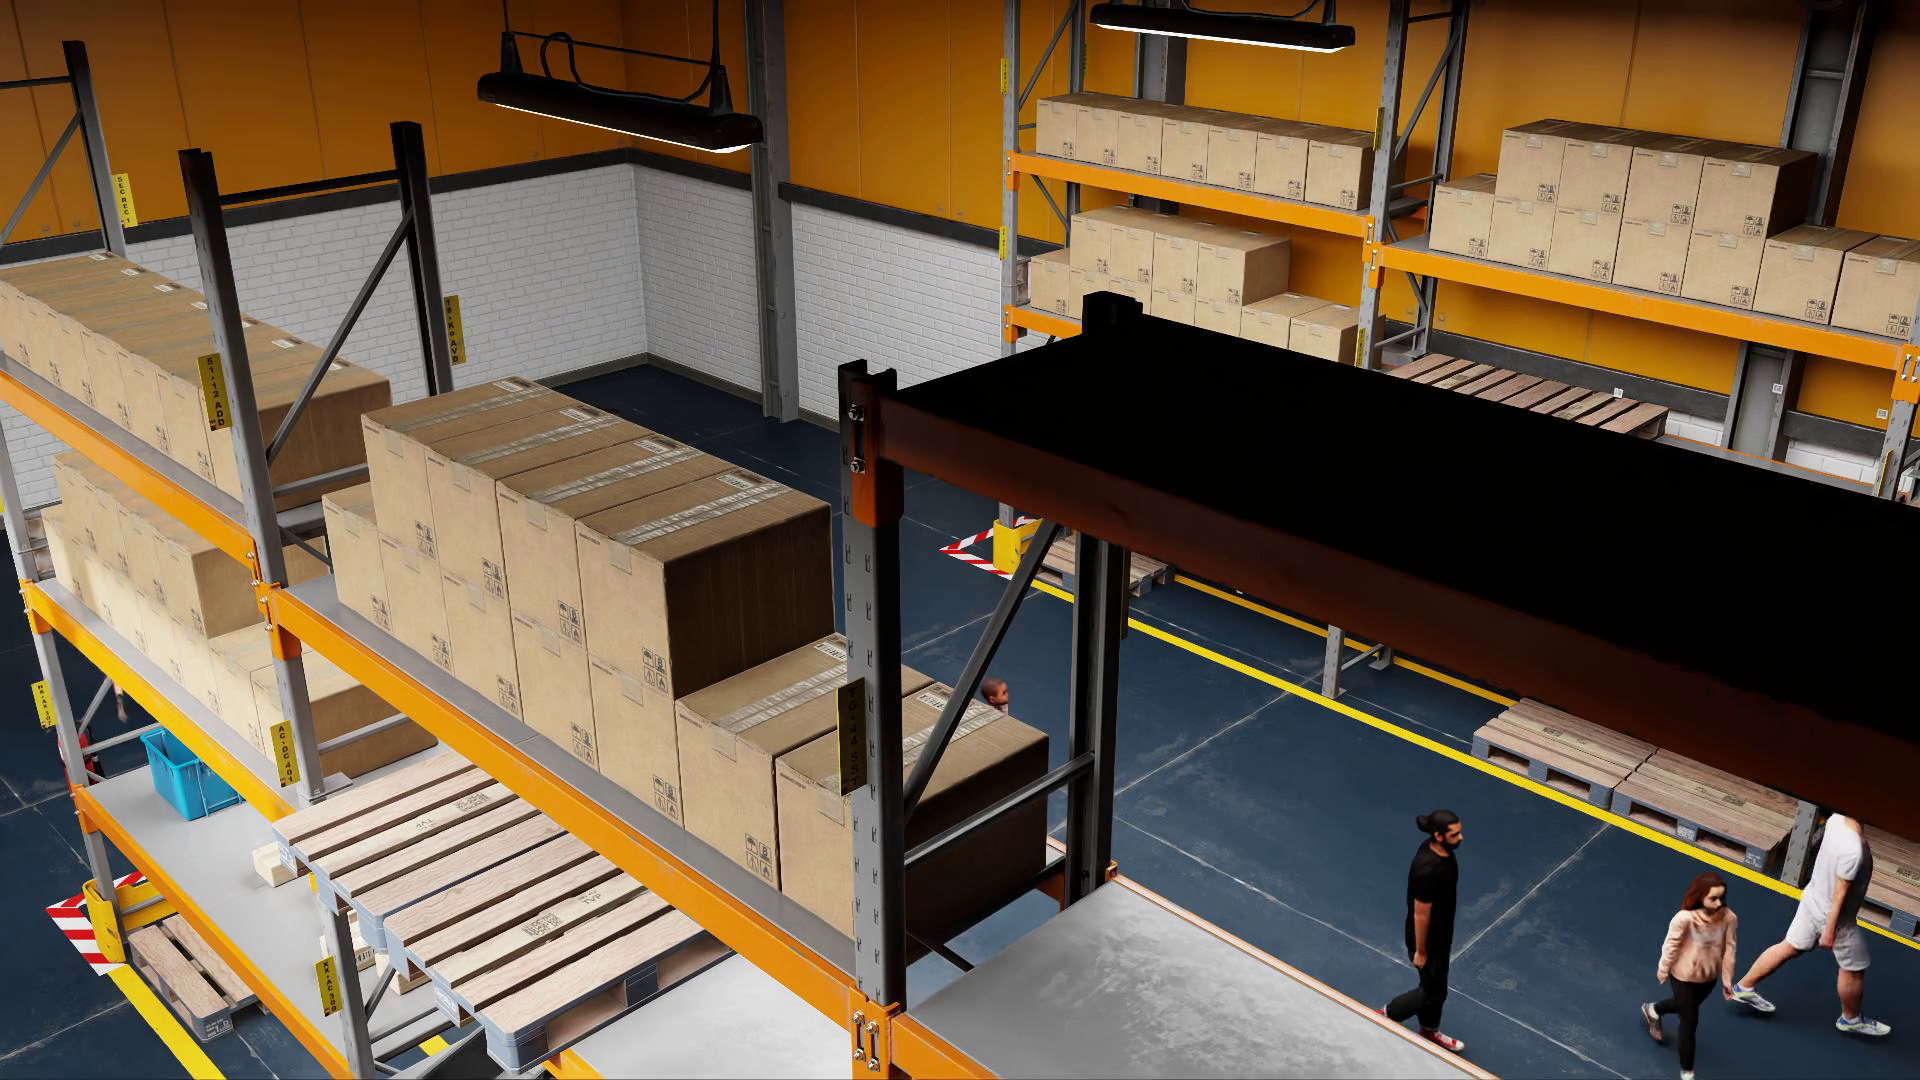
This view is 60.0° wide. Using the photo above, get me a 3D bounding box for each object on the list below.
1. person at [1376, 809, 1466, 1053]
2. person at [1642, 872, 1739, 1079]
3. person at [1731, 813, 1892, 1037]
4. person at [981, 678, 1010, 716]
[{"bbox_3d":[2.868,2.421,10.330,0.927,1.749,0.808,10,26,22],"label":"person"},{"bbox_3d":[4.482,2.629,10.220,0.890,1.455,1.068,-6,24,-13],"label":"person"},{"bbox_3d":[5.393,2.313,10.496,1.305,1.814,1.110,5,24,12],"label":"person"},{"bbox_3d":[0.201,1.635,12.686,0.689,1.301,0.611,8,25,18],"label":"person"}]
